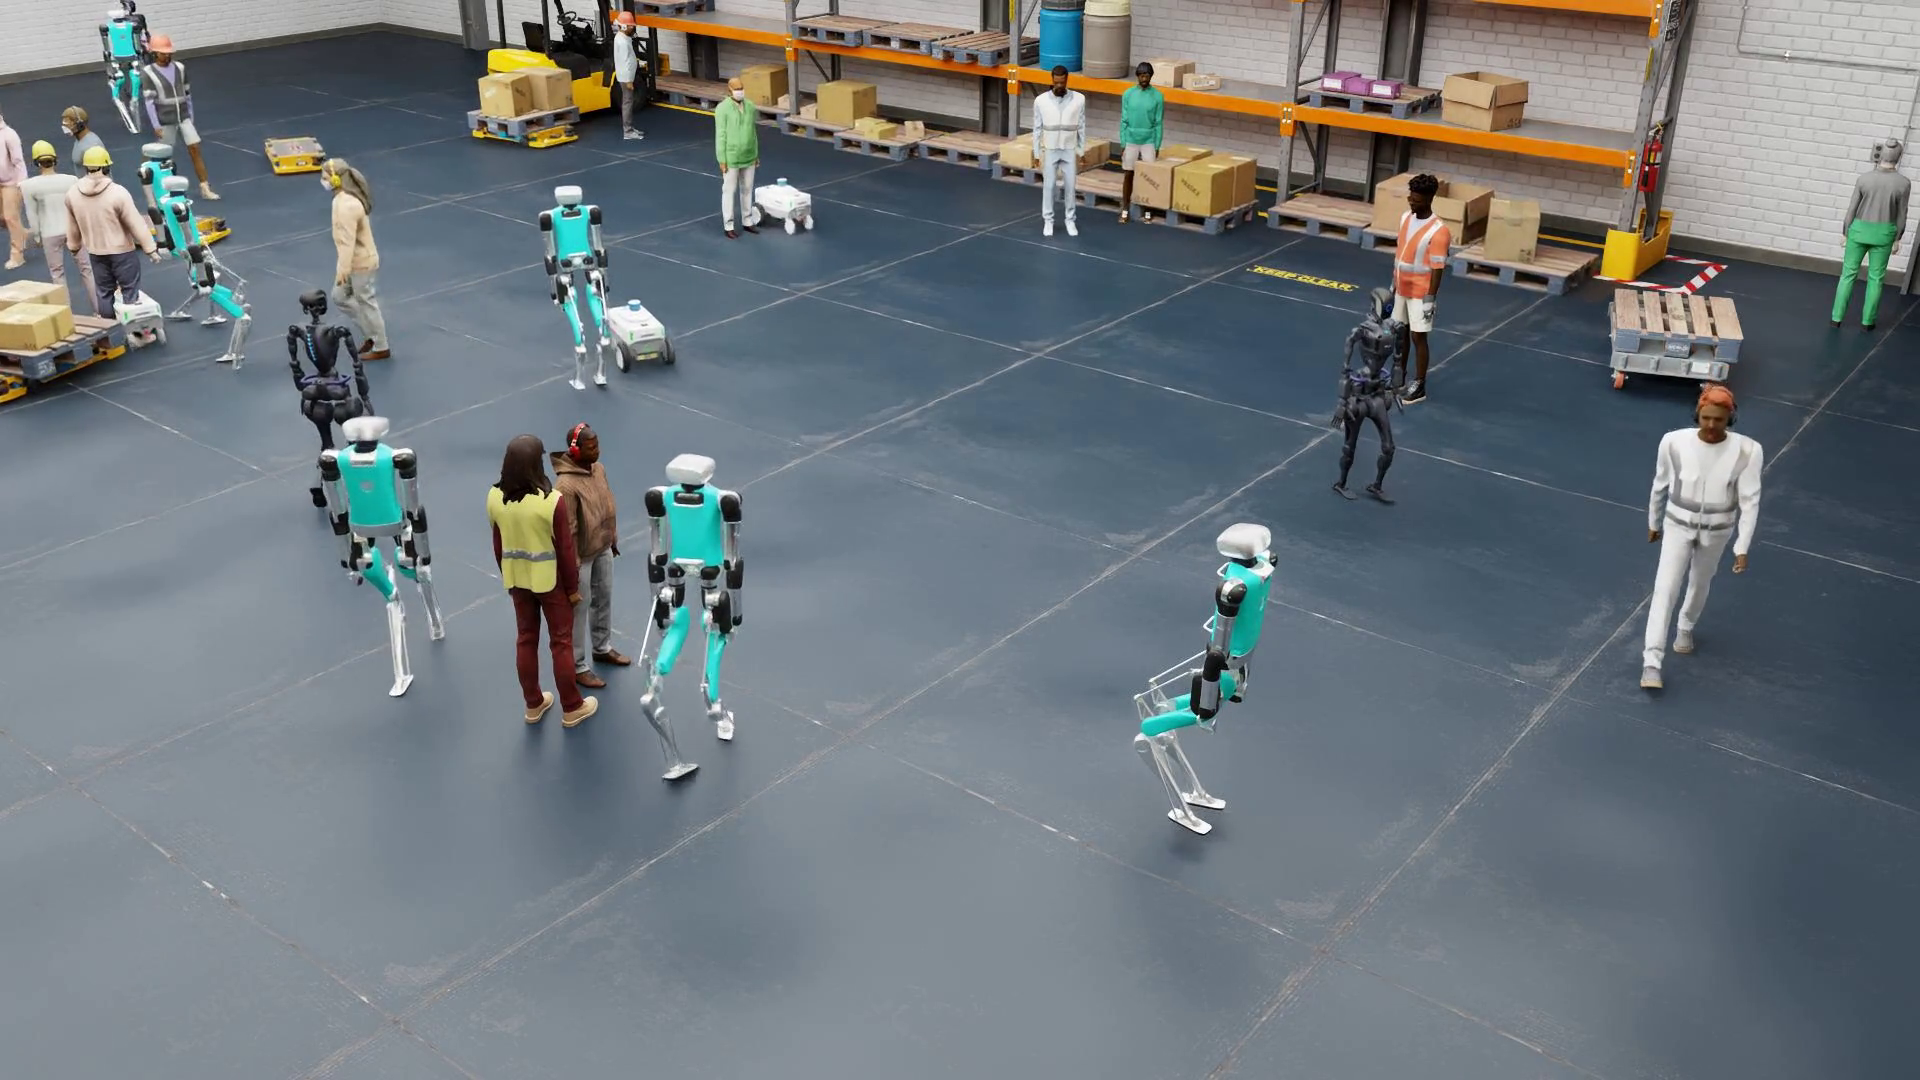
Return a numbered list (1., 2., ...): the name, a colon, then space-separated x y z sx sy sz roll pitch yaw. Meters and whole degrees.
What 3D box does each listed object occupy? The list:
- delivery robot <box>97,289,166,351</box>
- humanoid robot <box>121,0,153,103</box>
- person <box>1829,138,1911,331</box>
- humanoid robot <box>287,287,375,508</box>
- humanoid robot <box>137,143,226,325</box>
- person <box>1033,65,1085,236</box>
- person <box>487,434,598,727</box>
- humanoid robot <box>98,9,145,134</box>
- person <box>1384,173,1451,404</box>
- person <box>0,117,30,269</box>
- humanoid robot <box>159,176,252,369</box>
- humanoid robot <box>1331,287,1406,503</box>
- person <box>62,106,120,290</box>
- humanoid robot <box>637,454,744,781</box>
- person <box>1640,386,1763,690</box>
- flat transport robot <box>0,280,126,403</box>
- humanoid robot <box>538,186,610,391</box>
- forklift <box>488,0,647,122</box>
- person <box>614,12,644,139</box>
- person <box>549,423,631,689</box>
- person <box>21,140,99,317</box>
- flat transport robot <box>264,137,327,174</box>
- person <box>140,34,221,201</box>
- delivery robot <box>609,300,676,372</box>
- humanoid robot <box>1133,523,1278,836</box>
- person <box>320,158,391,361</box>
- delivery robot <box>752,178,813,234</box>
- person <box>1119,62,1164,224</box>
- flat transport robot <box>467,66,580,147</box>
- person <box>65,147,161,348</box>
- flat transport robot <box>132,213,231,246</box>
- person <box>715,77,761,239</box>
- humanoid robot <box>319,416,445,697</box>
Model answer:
1. delivery robot: -7.799 -2.140 15.670 0.499 0.592 0.774 -21 33 -36
2. humanoid robot: -12.556 -7.430 25.347 0.526 1.644 0.599 9 27 18
3. person: 8.645 -2.897 15.765 0.524 1.837 0.325 14 29 26
4. humanoid robot: -4.584 -1.019 12.063 0.592 1.640 0.512 3 26 7
5. humanoid robot: -7.330 -2.890 15.892 0.896 1.774 0.580 2 26 4
6. person: 1.117 -4.404 18.816 0.596 1.906 0.408 -2 26 -4
7. person: -2.360 0.248 9.333 0.472 1.768 0.374 6 27 13
8. humanoid robot: -11.887 -6.594 23.680 0.539 1.900 0.718 -19 32 -34
9. person: 3.836 -2.122 14.033 0.369 1.958 0.596 -9 27 -18
10. person: -10.167 -3.785 17.707 0.579 1.751 0.483 3 26 6
11. humanoid robot: -6.609 -2.374 14.824 0.701 1.803 0.530 -17 30 -31
12. humanoid robot: 2.986 -1.056 12.143 0.608 1.642 0.453 -13 29 -25
13. person: -8.612 -3.372 16.655 0.361 1.932 0.628 -14 29 -26
14. humanoid robot: -1.478 0.492 8.903 0.534 1.747 0.954 4 26 9
15. person: 4.367 -0.041 9.864 0.581 1.824 1.015 11 28 21
16. flat transport robot: -8.233 -1.560 14.801 0.659 0.231 1.431 9 27 18
17. humanoid robot: -3.200 -2.089 14.151 0.542 1.751 0.679 -11 28 -21
18. forklift: -5.874 -7.334 24.552 1.214 2.155 2.313 19 32 34
19. person: -4.668 -6.541 23.427 0.351 1.739 0.572 -6 26 -12
20. person: -2.204 0.074 9.837 0.308 1.646 0.464 11 28 22
21. person: -8.610 -2.936 15.947 0.522 1.759 0.363 -19 32 -34
22. flat transport robot: -8.880 -5.146 22.227 0.659 0.231 1.431 -12 28 -23
23. person: -9.623 -5.158 20.288 0.993 1.994 0.619 20 32 35
24. delivery robot: -2.942 -1.888 15.139 0.499 0.583 0.758 -12 28 -24
25. humanoid robot: 1.166 0.656 8.369 0.735 1.677 0.533 15 29 27
26. person: -5.439 -2.486 14.889 0.483 1.854 0.573 -11 28 -21
27. delivery robot: -2.051 -3.890 19.290 0.499 0.587 0.774 -23 34 -39
28. person: 2.104 -4.617 19.327 0.498 1.843 0.401 4 26 9
29. flat transport robot: -6.149 -5.769 23.518 1.431 0.231 0.659 16 30 30
30. person: -7.797 -2.665 15.271 0.822 1.853 0.434 1 26 1
31. flat transport robot: -9.079 -3.485 18.788 1.431 0.231 0.659 4 26 8
32. person: -2.500 -4.317 18.771 0.551 1.781 0.384 -21 33 -37
33. humanoid robot: -3.370 -0.019 9.954 0.536 1.785 0.937 -2 26 -5
